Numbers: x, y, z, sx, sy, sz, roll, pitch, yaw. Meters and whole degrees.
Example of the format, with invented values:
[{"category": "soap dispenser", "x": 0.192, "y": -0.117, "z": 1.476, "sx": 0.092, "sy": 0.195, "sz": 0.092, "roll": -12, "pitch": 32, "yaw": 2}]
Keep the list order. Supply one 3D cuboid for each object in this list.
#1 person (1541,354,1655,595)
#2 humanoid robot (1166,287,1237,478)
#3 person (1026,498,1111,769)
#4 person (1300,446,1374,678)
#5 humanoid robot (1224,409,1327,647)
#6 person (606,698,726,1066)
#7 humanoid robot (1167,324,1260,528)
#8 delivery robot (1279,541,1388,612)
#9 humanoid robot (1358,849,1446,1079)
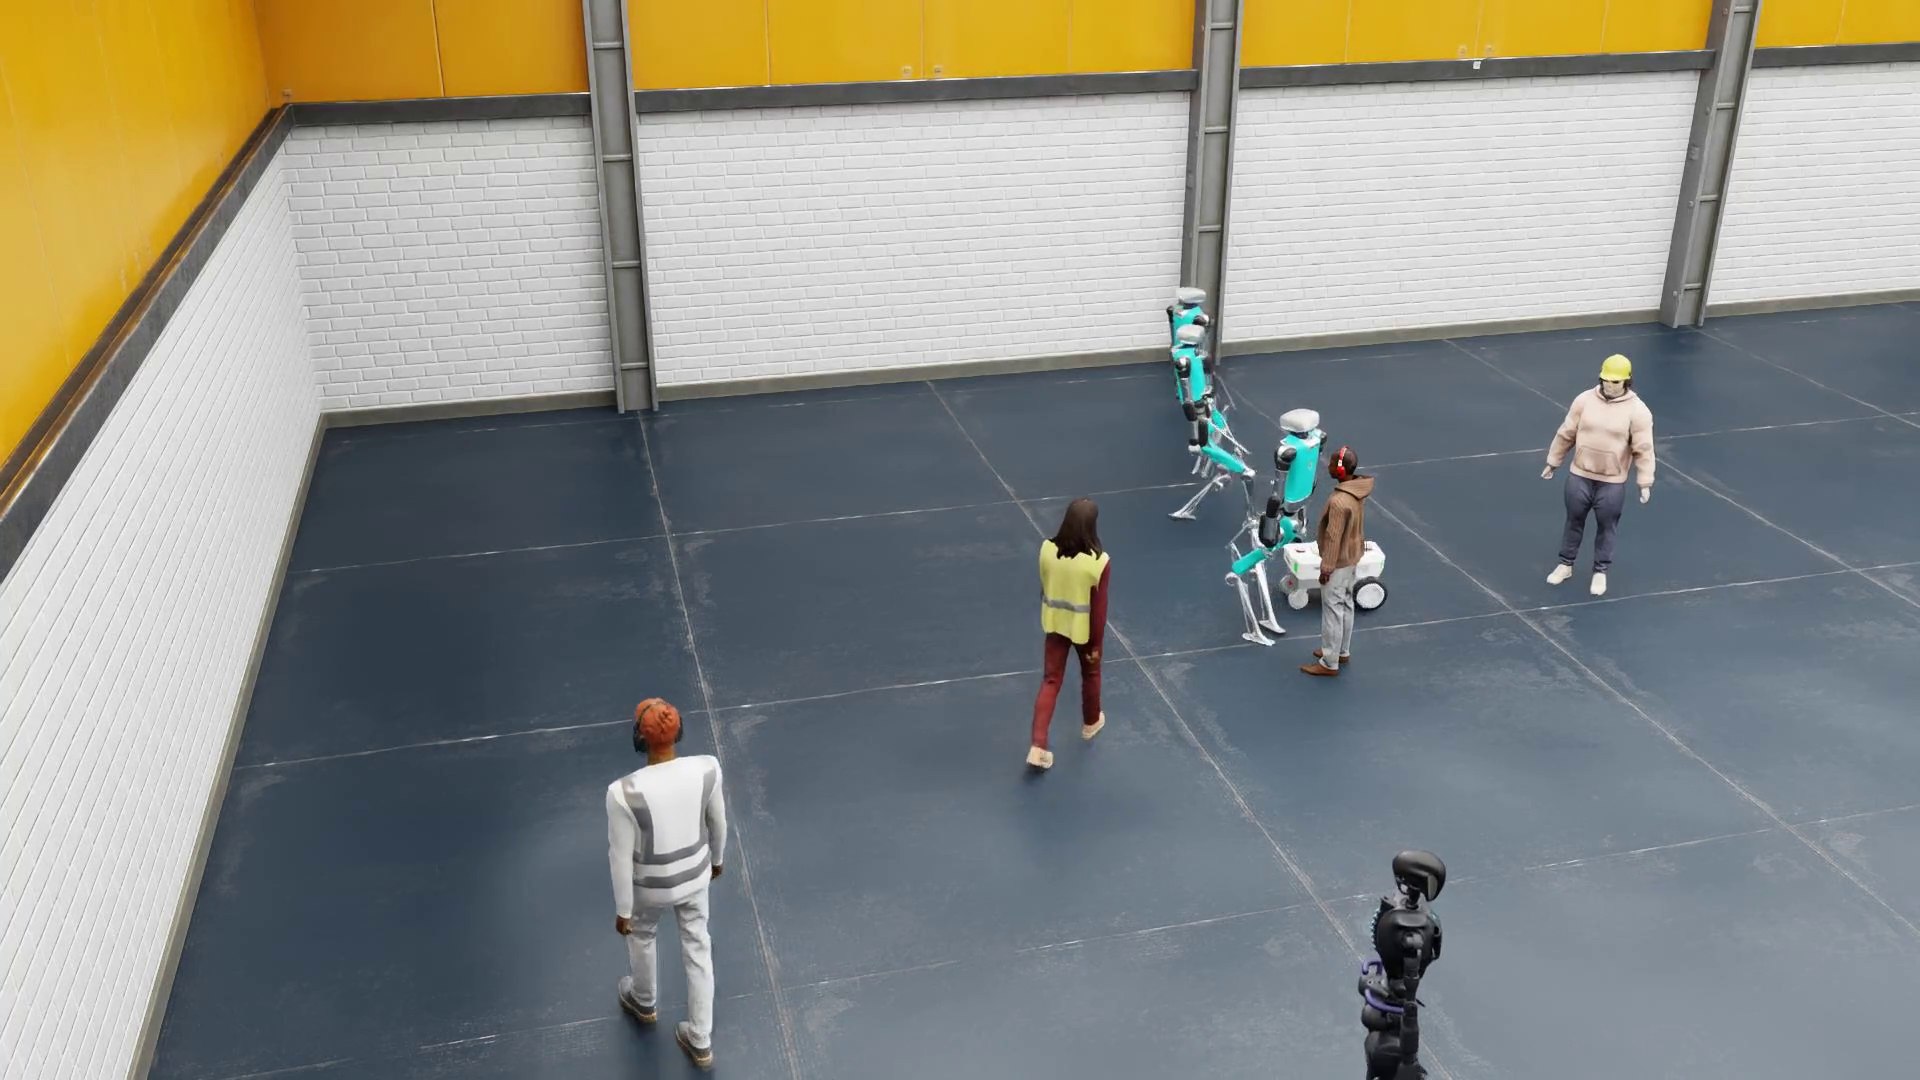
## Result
[{"category": "person", "x": 4.826, "y": -0.513, "z": 12.545, "sx": 0.793, "sy": 1.865, "sz": 0.410, "roll": 16, "pitch": 28, "yaw": 32}, {"category": "humanoid robot", "x": 2.176, "y": -1.356, "z": 14.676, "sx": 0.705, "sy": 1.825, "sz": 0.554, "roll": -12, "pitch": 27, "yaw": -26}, {"category": "person", "x": 0.688, "y": 0.559, "z": 10.266, "sx": 0.467, "sy": 1.739, "sz": 0.881, "roll": 10, "pitch": 26, "yaw": 21}, {"category": "person", "x": 2.583, "y": 0.149, "z": 11.312, "sx": 0.321, "sy": 1.646, "sz": 0.462, "roll": 13, "pitch": 27, "yaw": 27}, {"category": "humanoid robot", "x": 2.170, "y": -0.135, "z": 11.776, "sx": 0.694, "sy": 1.741, "sz": 0.538, "roll": 20, "pitch": 30, "yaw": 37}, {"category": "person", "x": -1.412, "y": 1.549, "z": 7.868, "sx": 0.612, "sy": 1.853, "sz": 0.831, "roll": -14, "pitch": 27, "yaw": -29}, {"category": "humanoid robot", "x": 2.193, "y": -0.882, "z": 13.581, "sx": 0.993, "sy": 1.742, "sz": 0.563, "roll": 6, "pitch": 24, "yaw": 13}, {"category": "delivery robot", "x": 2.811, "y": 0.207, "z": 12.506, "sx": 0.759, "sy": 0.573, "sz": 0.499, "roll": -2, "pitch": 24, "yaw": -4}, {"category": "humanoid robot", "x": 1.904, "y": 2.020, "z": 7.037, "sx": 0.656, "sy": 1.638, "sz": 0.596, "roll": 4, "pitch": 24, "yaw": 8}]
